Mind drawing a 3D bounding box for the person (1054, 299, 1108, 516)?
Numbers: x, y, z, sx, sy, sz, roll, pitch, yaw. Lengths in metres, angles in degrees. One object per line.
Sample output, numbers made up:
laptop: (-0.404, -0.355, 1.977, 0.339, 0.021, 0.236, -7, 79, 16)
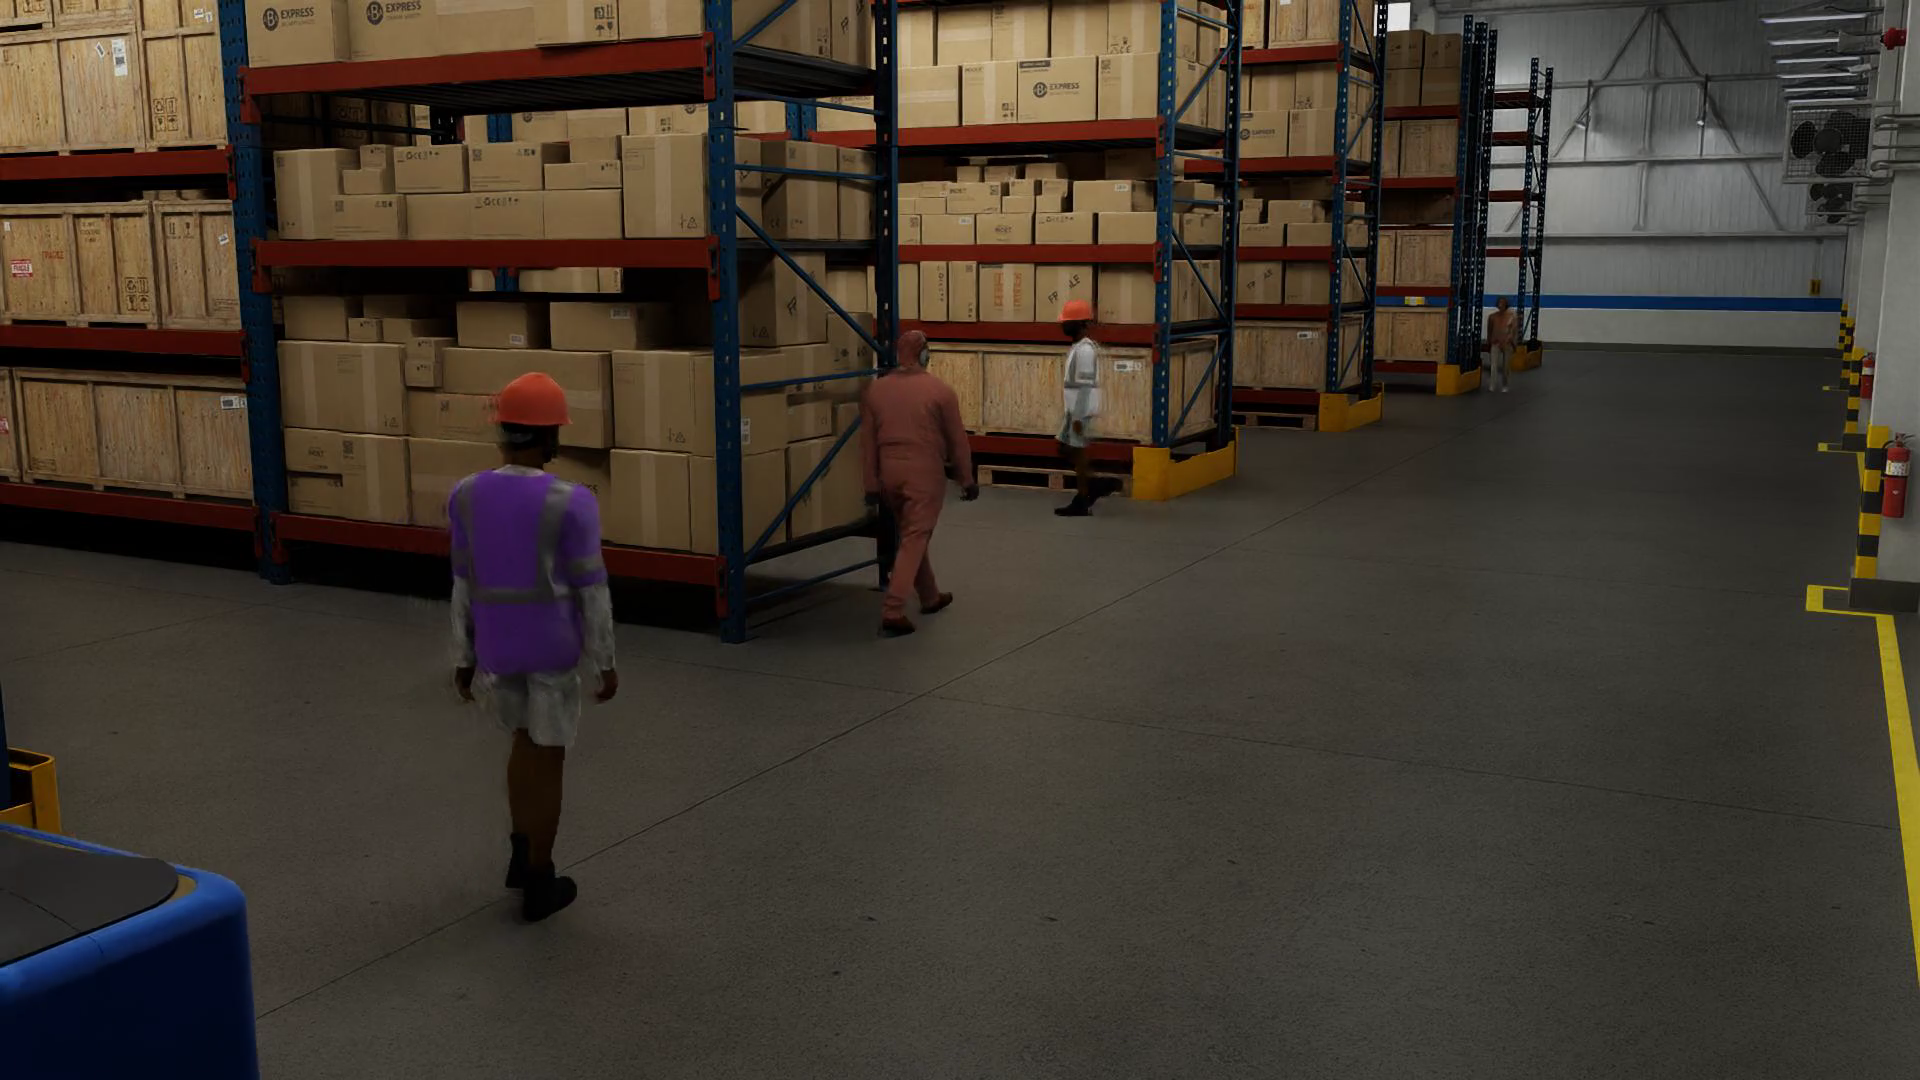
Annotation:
person: (1.031, -1.154, 14.688, 0.415, 1.924, 0.576, -1, 10, -3)

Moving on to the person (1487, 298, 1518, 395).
person: (9.017, -3.225, 27.651, 0.525, 1.598, 0.855, 5, 11, 27)

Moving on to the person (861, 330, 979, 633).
person: (-0.281, -0.375, 10.402, 0.655, 1.857, 1.018, 6, 11, 31)

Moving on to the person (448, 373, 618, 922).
person: (-1.475, 0.372, 5.874, 0.567, 1.915, 0.515, 3, 10, 15)
